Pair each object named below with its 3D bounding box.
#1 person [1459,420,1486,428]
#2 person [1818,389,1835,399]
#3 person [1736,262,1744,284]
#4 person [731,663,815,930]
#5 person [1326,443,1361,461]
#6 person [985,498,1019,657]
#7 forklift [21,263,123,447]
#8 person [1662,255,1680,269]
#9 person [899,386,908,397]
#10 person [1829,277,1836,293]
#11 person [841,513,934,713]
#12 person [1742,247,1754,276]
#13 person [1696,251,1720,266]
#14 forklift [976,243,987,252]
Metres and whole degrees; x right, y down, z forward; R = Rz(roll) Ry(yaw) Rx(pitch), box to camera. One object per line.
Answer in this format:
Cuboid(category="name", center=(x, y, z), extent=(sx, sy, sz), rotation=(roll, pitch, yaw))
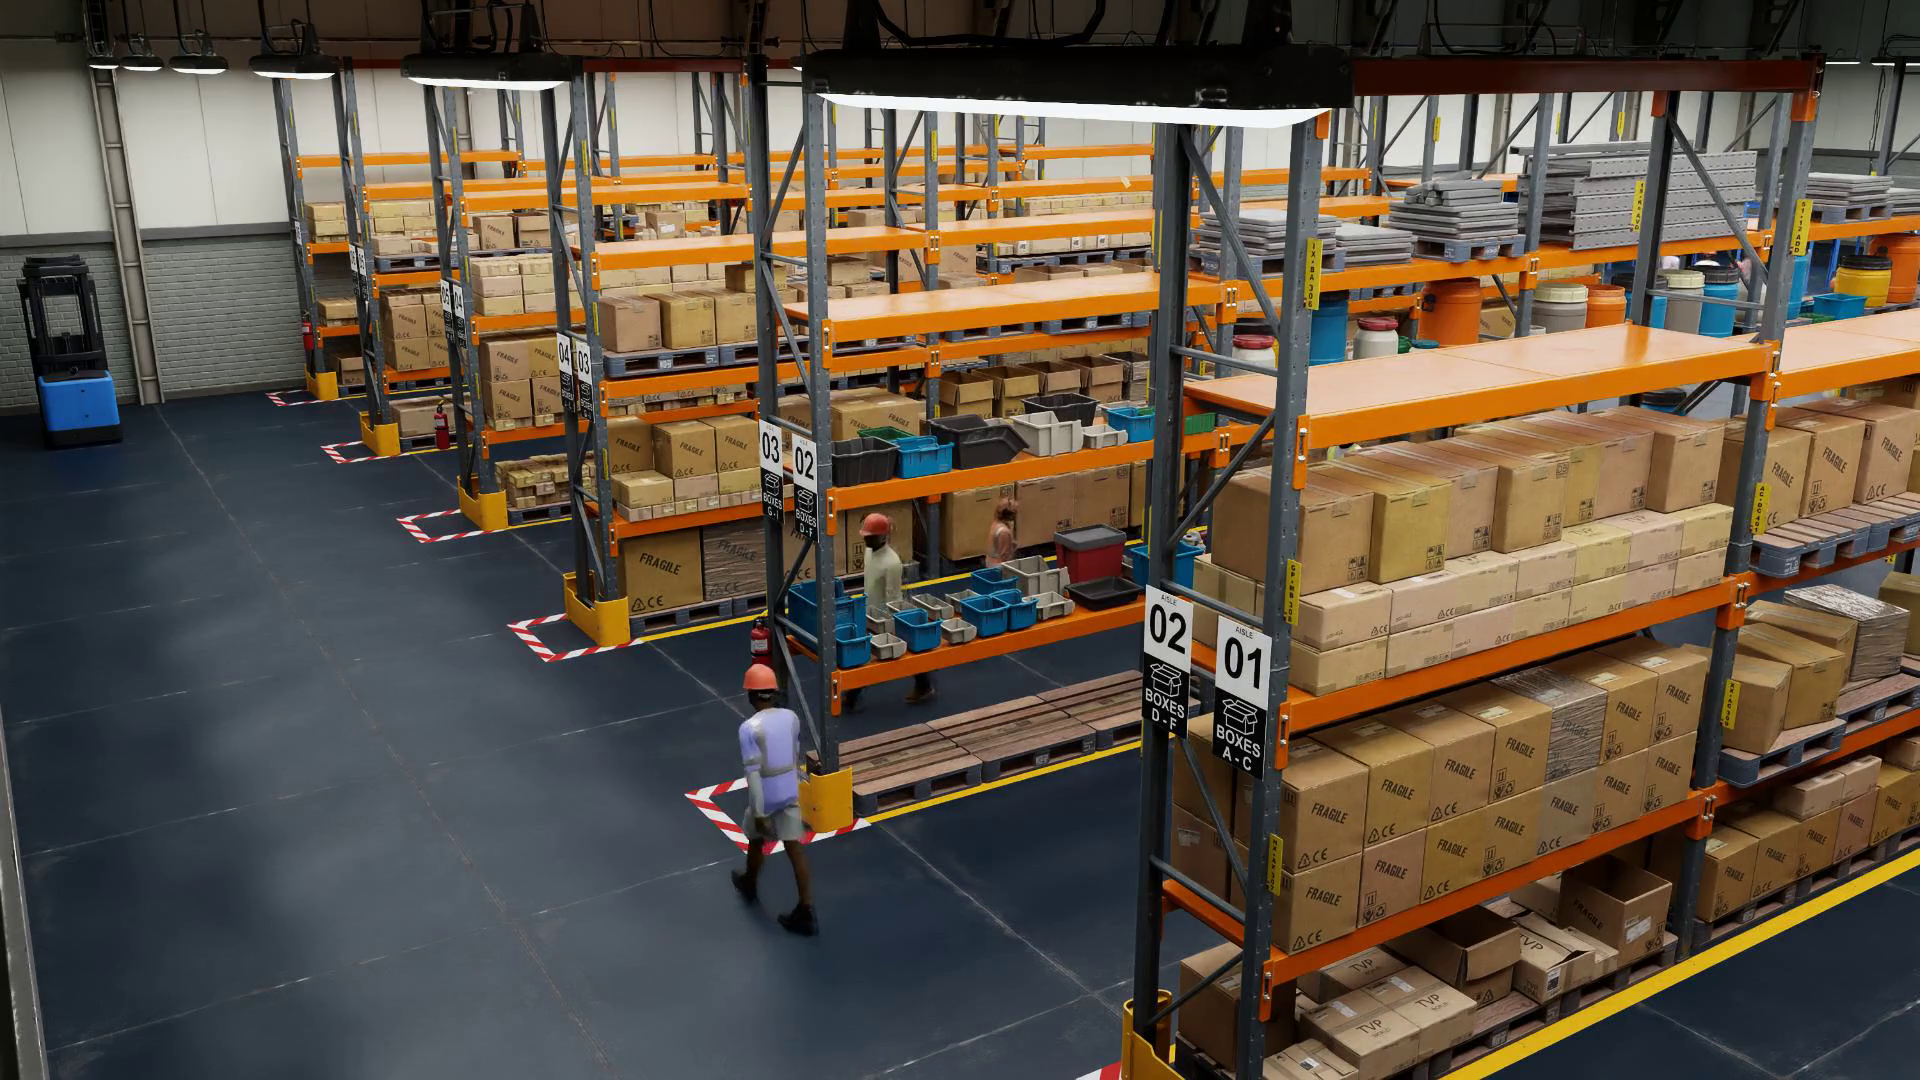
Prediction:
Cuboid(category="person", center=(7.230, -1.561, 22.455), extent=(0.713, 1.830, 0.326), rotation=(-10, 20, -30))
Cuboid(category="person", center=(15.001, -3.041, 27.154), extent=(0.607, 1.906, 0.490), rotation=(-3, 17, -11))
Cuboid(category="person", center=(16.408, -4.974, 33.546), extent=(0.683, 1.894, 0.604), rotation=(-14, 22, -39))
Cuboid(category="person", center=(-1.355, 1.815, 11.319), extent=(0.554, 1.851, 1.028), rotation=(-15, 23, -41))
Cuboid(category="person", center=(4.570, -0.512, 18.971), extent=(0.429, 1.844, 0.632), rotation=(-9, 19, -28))
Cuboid(category="person", center=(0.376, 0.373, 16.431), extent=(0.463, 1.625, 0.686), rotation=(-1, 17, -4))
Cuboid(category="forklift", center=(-14.518, -3.079, 25.708), extent=(1.129, 2.768, 1.873), rotation=(-10, 20, -31))
Cuboid(category="person", center=(16.612, -5.986, 36.805), extent=(0.637, 1.909, 0.548), rotation=(-2, 17, -6))
Cuboid(category="person", center=(-0.963, -1.269, 21.680), extent=(0.547, 1.692, 0.508), rotation=(-2, 17, -6))
Cuboid(category="person", center=(17.085, -4.208, 30.999), extent=(0.565, 1.887, 0.951), rotation=(-2, 17, -6))
Cuboid(category="person", center=(-0.714, 0.674, 14.928), extent=(1.067, 1.941, 0.632), rotation=(-10, 20, -31))
Cuboid(category="person", center=(18.492, -6.019, 36.961), extent=(0.532, 1.882, 0.661), rotation=(3, 17, 10))
Cuboid(category="person", center=(16.936, -5.713, 35.895), extent=(0.558, 1.913, 0.485), rotation=(14, 22, 38))
Cuboid(category="forklift", center=(0.988, -5.474, 34.718), extent=(1.214, 2.155, 2.313), rotation=(-10, 20, -31))
